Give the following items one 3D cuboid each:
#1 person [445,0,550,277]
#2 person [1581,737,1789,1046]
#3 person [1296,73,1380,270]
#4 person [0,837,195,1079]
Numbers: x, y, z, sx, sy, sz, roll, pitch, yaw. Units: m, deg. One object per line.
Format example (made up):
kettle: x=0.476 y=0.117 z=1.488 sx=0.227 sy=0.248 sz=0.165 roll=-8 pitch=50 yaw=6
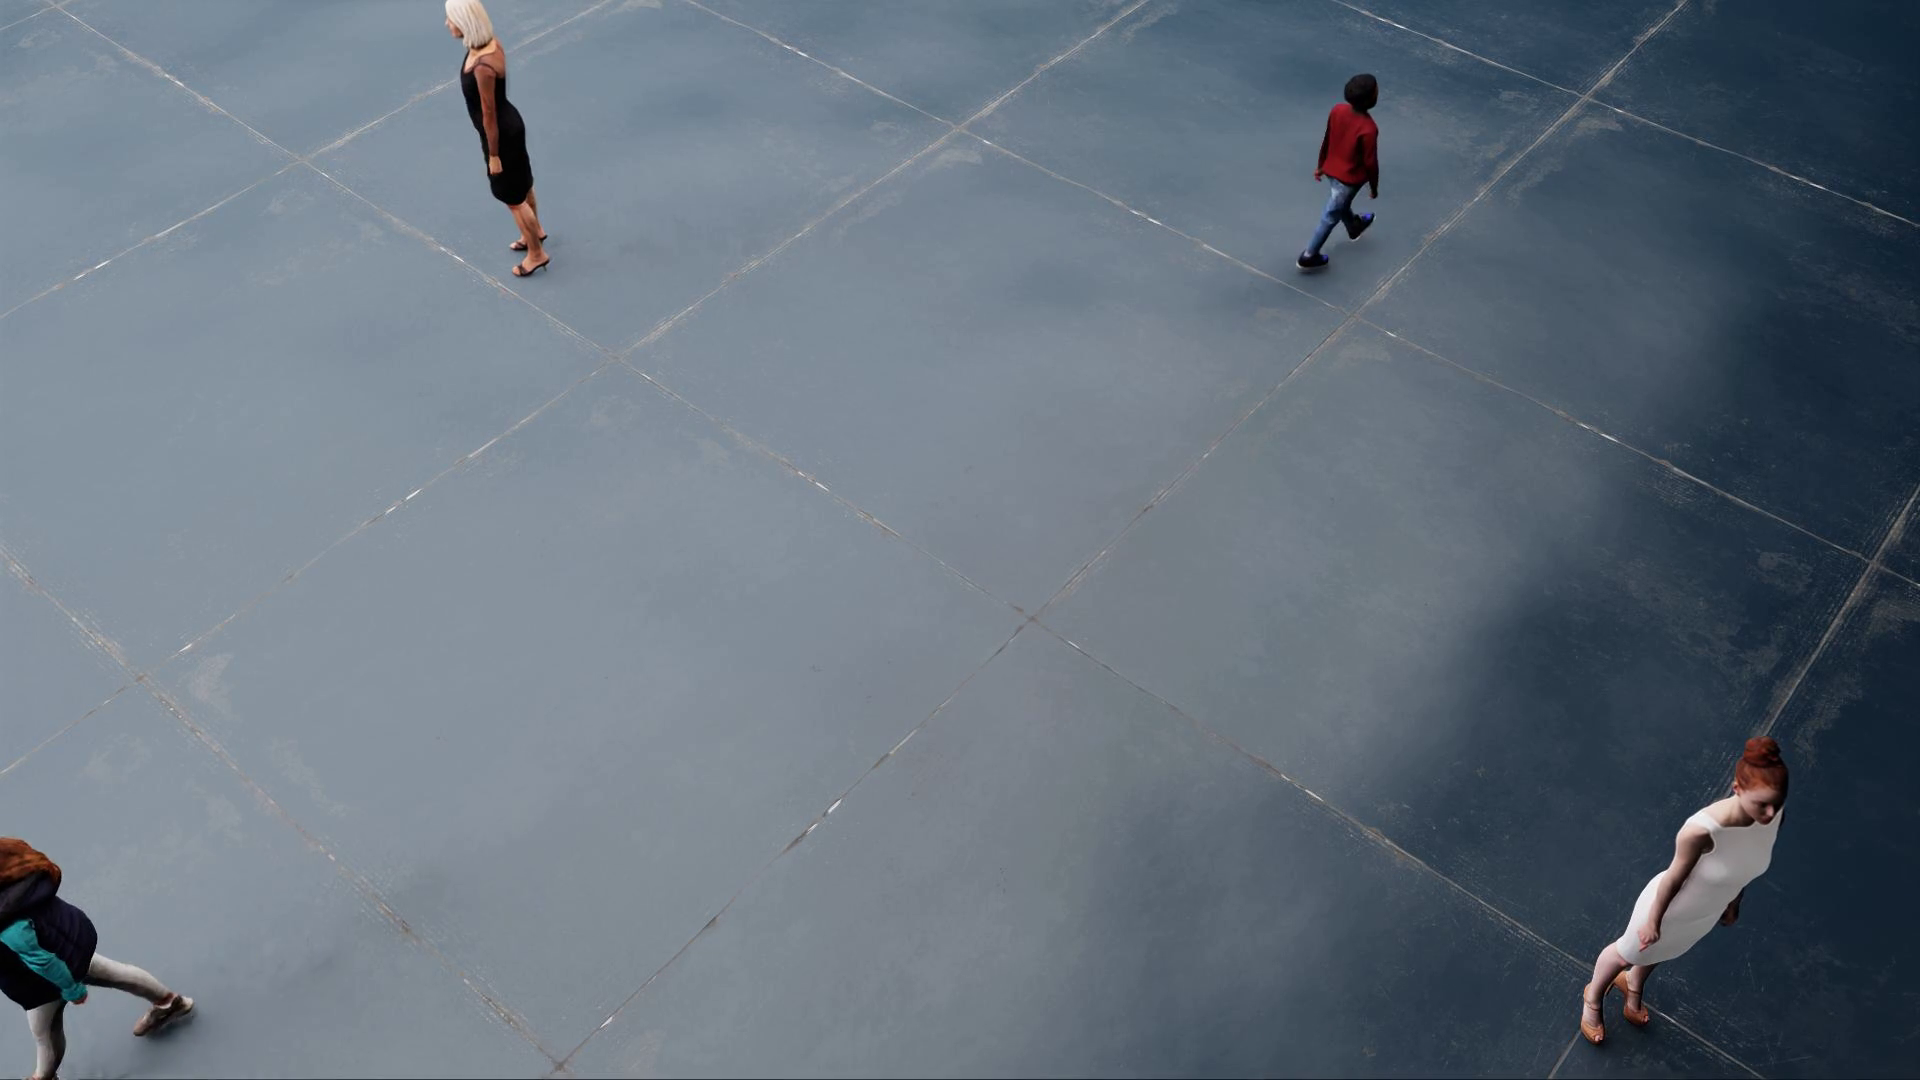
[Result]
person: x=-2.571 y=-2.250 z=9.397 sx=0.707 sy=1.660 sz=0.660 roll=-7 pitch=48 yaw=-6
person: x=2.616 y=1.309 z=6.017 sx=0.586 sy=1.791 sz=0.699 roll=-14 pitch=49 yaw=-12
person: x=2.157 y=-2.080 z=9.532 sx=0.922 sy=1.229 sz=0.703 roll=-23 pitch=51 yaw=-19
person: x=-3.267 y=1.501 z=6.080 sx=1.026 sy=1.437 sz=0.737 roll=-28 pitch=53 yaw=-23
